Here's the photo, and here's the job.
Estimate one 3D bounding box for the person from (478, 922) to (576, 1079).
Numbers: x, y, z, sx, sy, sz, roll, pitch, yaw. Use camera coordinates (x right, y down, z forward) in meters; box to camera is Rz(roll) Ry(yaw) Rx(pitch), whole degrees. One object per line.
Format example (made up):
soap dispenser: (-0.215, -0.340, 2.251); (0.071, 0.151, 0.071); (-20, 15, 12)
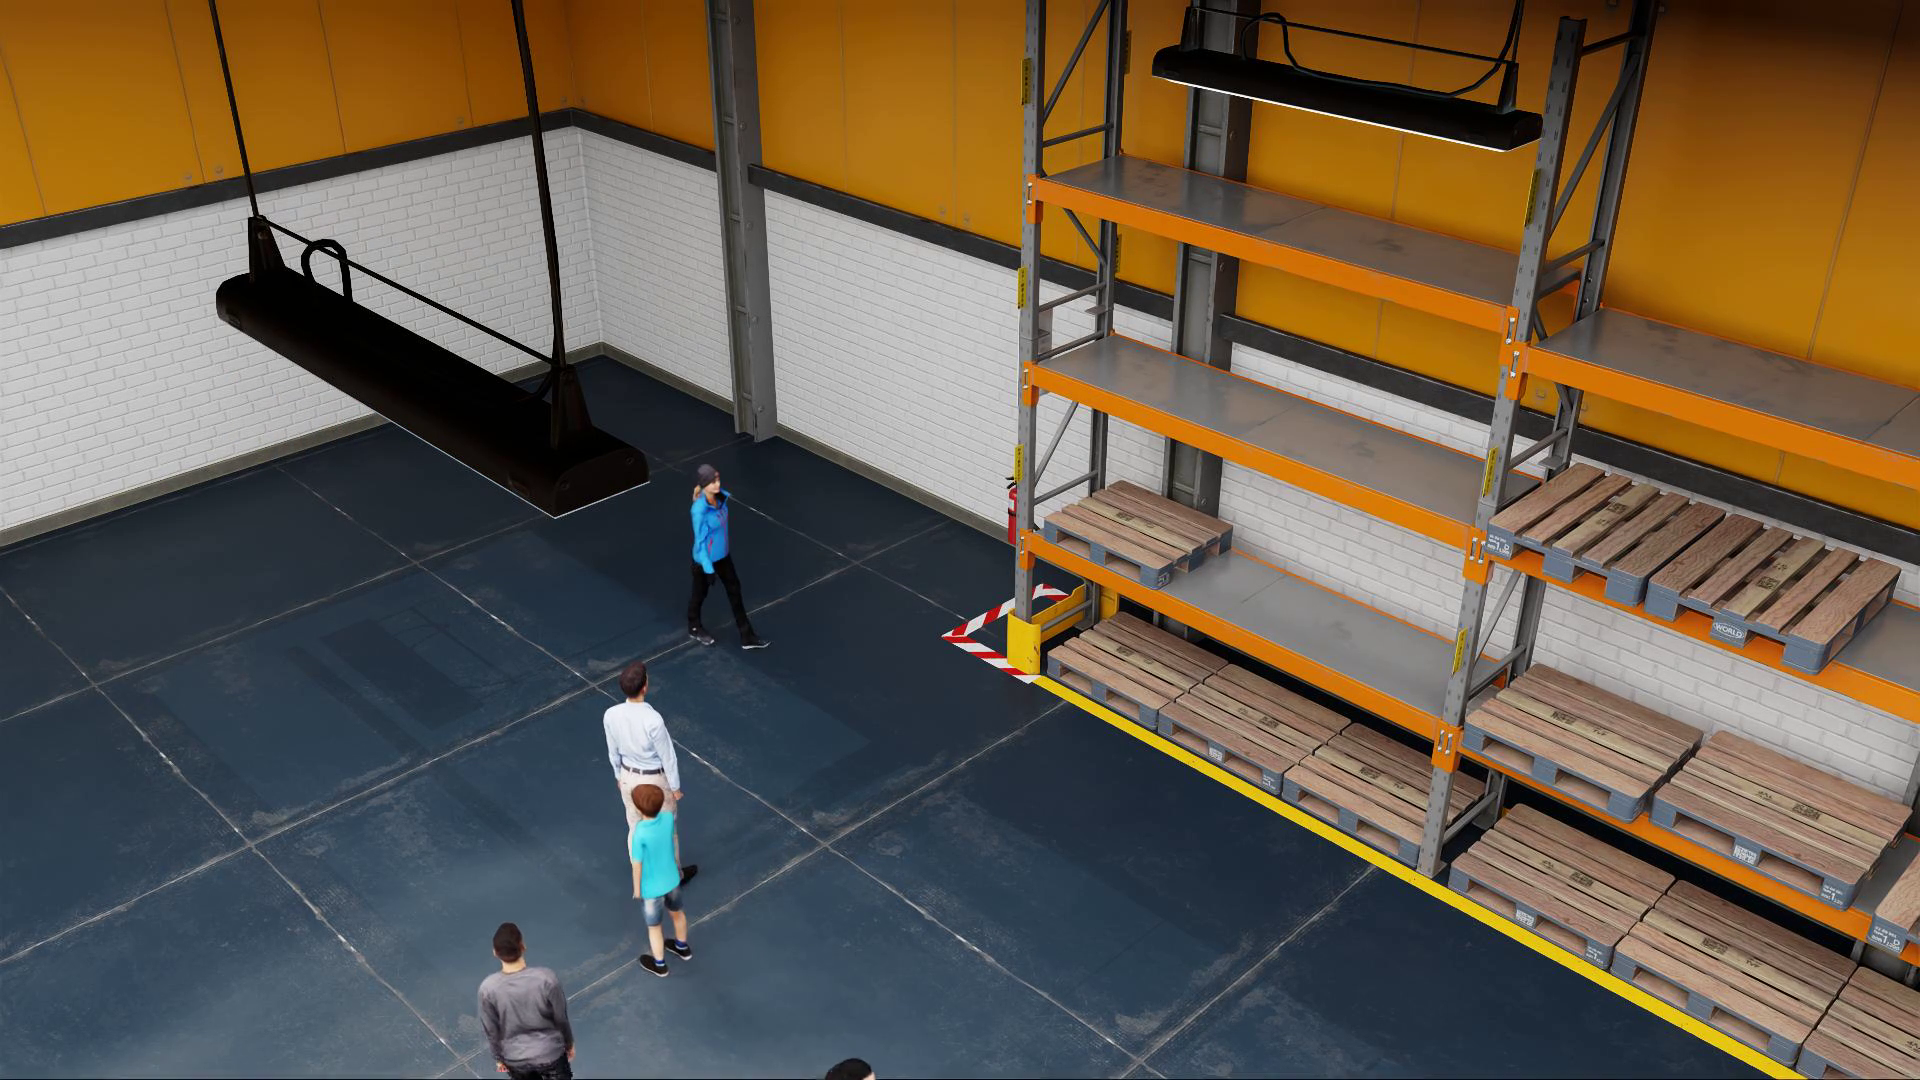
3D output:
person: (-2.376, 2.895, 9.264); (0.922, 1.746, 1.024); (-4, 29, -7)

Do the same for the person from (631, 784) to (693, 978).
person: (-1.957, 2.202, 10.846); (0.523, 1.449, 0.543); (19, 34, 31)

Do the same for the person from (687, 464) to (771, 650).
person: (-2.209, 0.150, 14.281); (1.104, 1.761, 0.815); (15, 32, 25)

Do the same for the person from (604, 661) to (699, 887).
person: (-2.157, 1.646, 11.447); (0.701, 1.848, 0.806); (8, 30, 15)
